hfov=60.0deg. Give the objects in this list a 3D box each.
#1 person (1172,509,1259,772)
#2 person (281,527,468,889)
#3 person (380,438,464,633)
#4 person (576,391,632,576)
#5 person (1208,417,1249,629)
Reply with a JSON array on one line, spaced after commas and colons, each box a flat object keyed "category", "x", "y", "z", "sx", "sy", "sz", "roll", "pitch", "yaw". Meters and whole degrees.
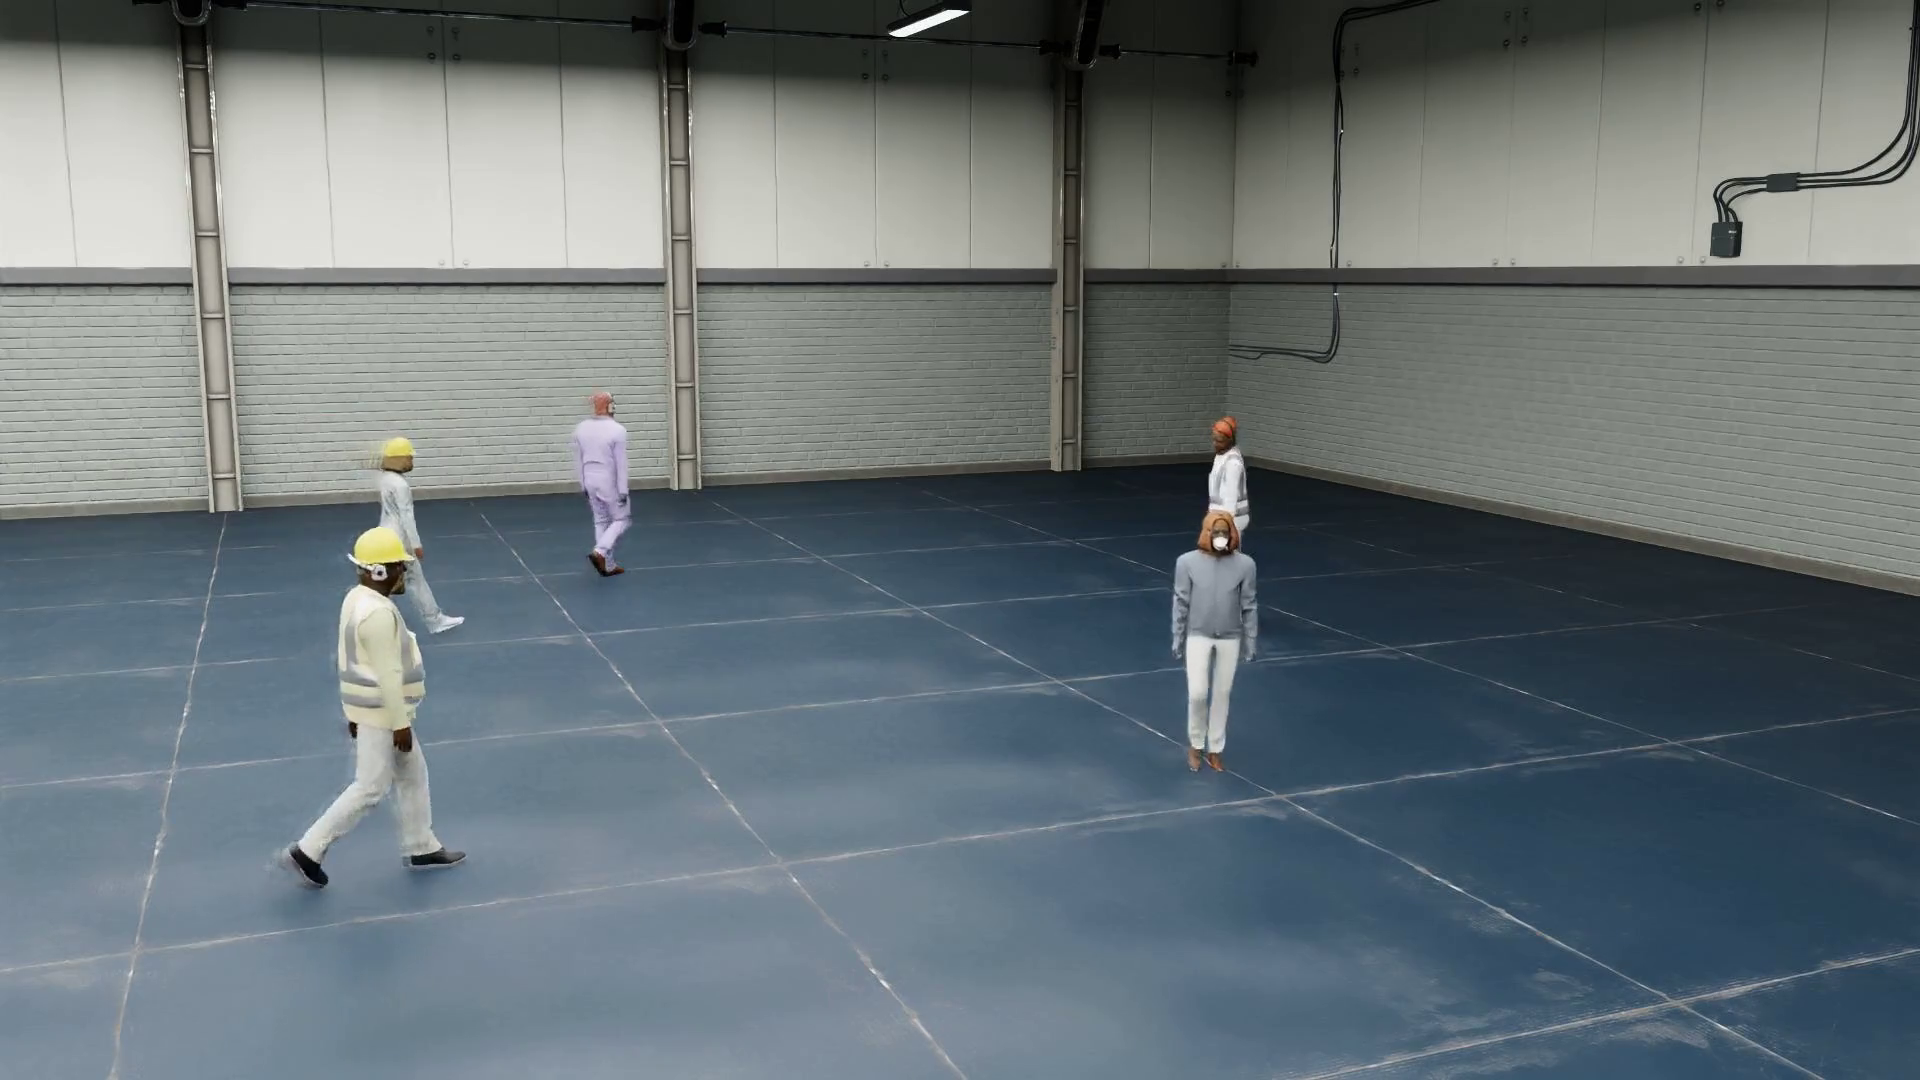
[{"category": "person", "x": 1.556, "y": 0.622, "z": 10.096, "sx": 0.522, "sy": 1.618, "sz": 0.425, "roll": 0, "pitch": 9, "yaw": -2}, {"category": "person", "x": -2.941, "y": 0.833, "z": 8.249, "sx": 0.826, "sy": 1.803, "sz": 0.588, "roll": -4, "pitch": 10, "yaw": -22}, {"category": "person", "x": -4.635, "y": -0.004, "z": 13.830, "sx": 0.918, "sy": 1.692, "sz": 0.503, "roll": -5, "pitch": 10, "yaw": -27}, {"category": "person", "x": -3.561, "y": -0.543, "z": 16.601, "sx": 0.650, "sy": 1.890, "sz": 0.563, "roll": 5, "pitch": 10, "yaw": 28}, {"category": "person", "x": 2.302, "y": -0.136, "z": 14.183, "sx": 0.404, "sy": 1.847, "sz": 0.747, "roll": 1, "pitch": 9, "yaw": 5}]
